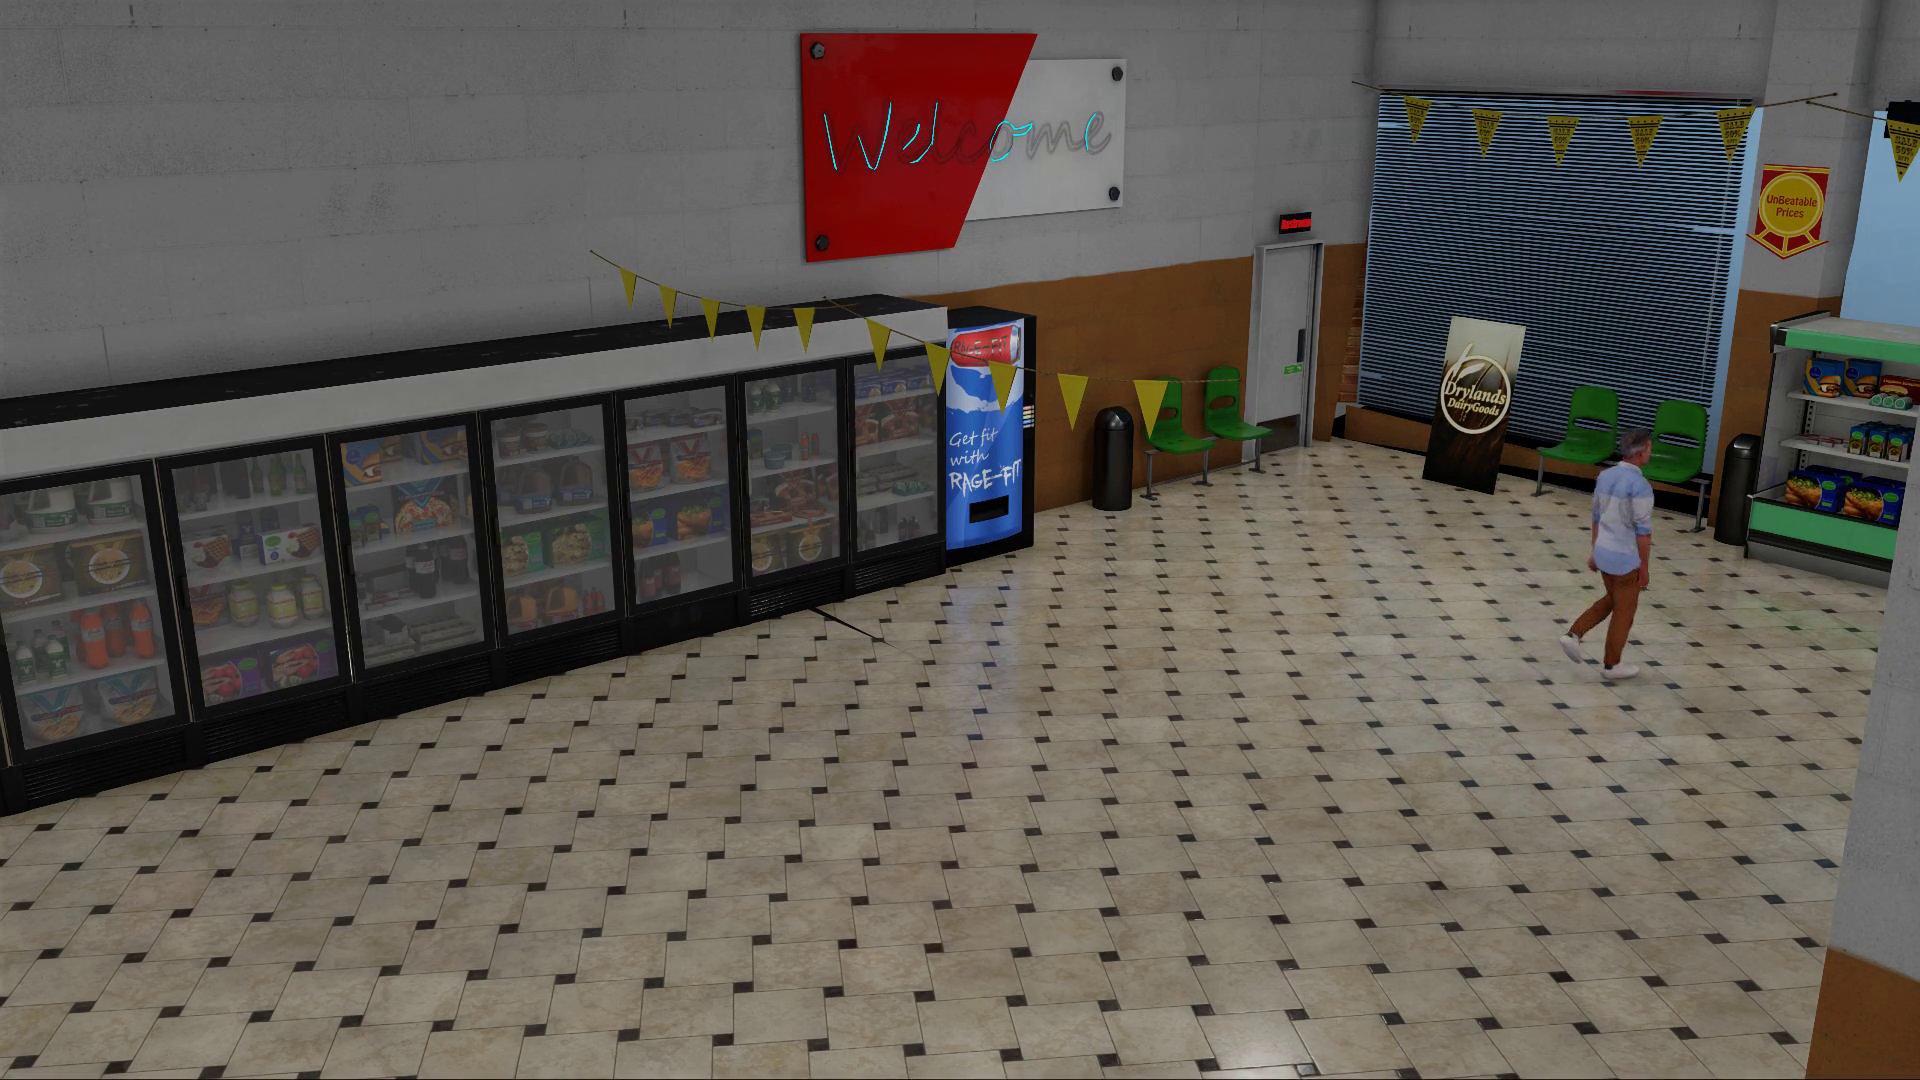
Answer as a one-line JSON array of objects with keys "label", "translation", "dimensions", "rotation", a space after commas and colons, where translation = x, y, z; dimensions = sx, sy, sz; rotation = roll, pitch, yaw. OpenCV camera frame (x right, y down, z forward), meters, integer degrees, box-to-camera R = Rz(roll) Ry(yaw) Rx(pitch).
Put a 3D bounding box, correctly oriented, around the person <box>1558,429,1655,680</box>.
[{"label": "person", "translation": [4.586, 0.120, 11.699], "dimensions": [0.947, 1.813, 0.910], "rotation": [-3, 17, -11]}]
